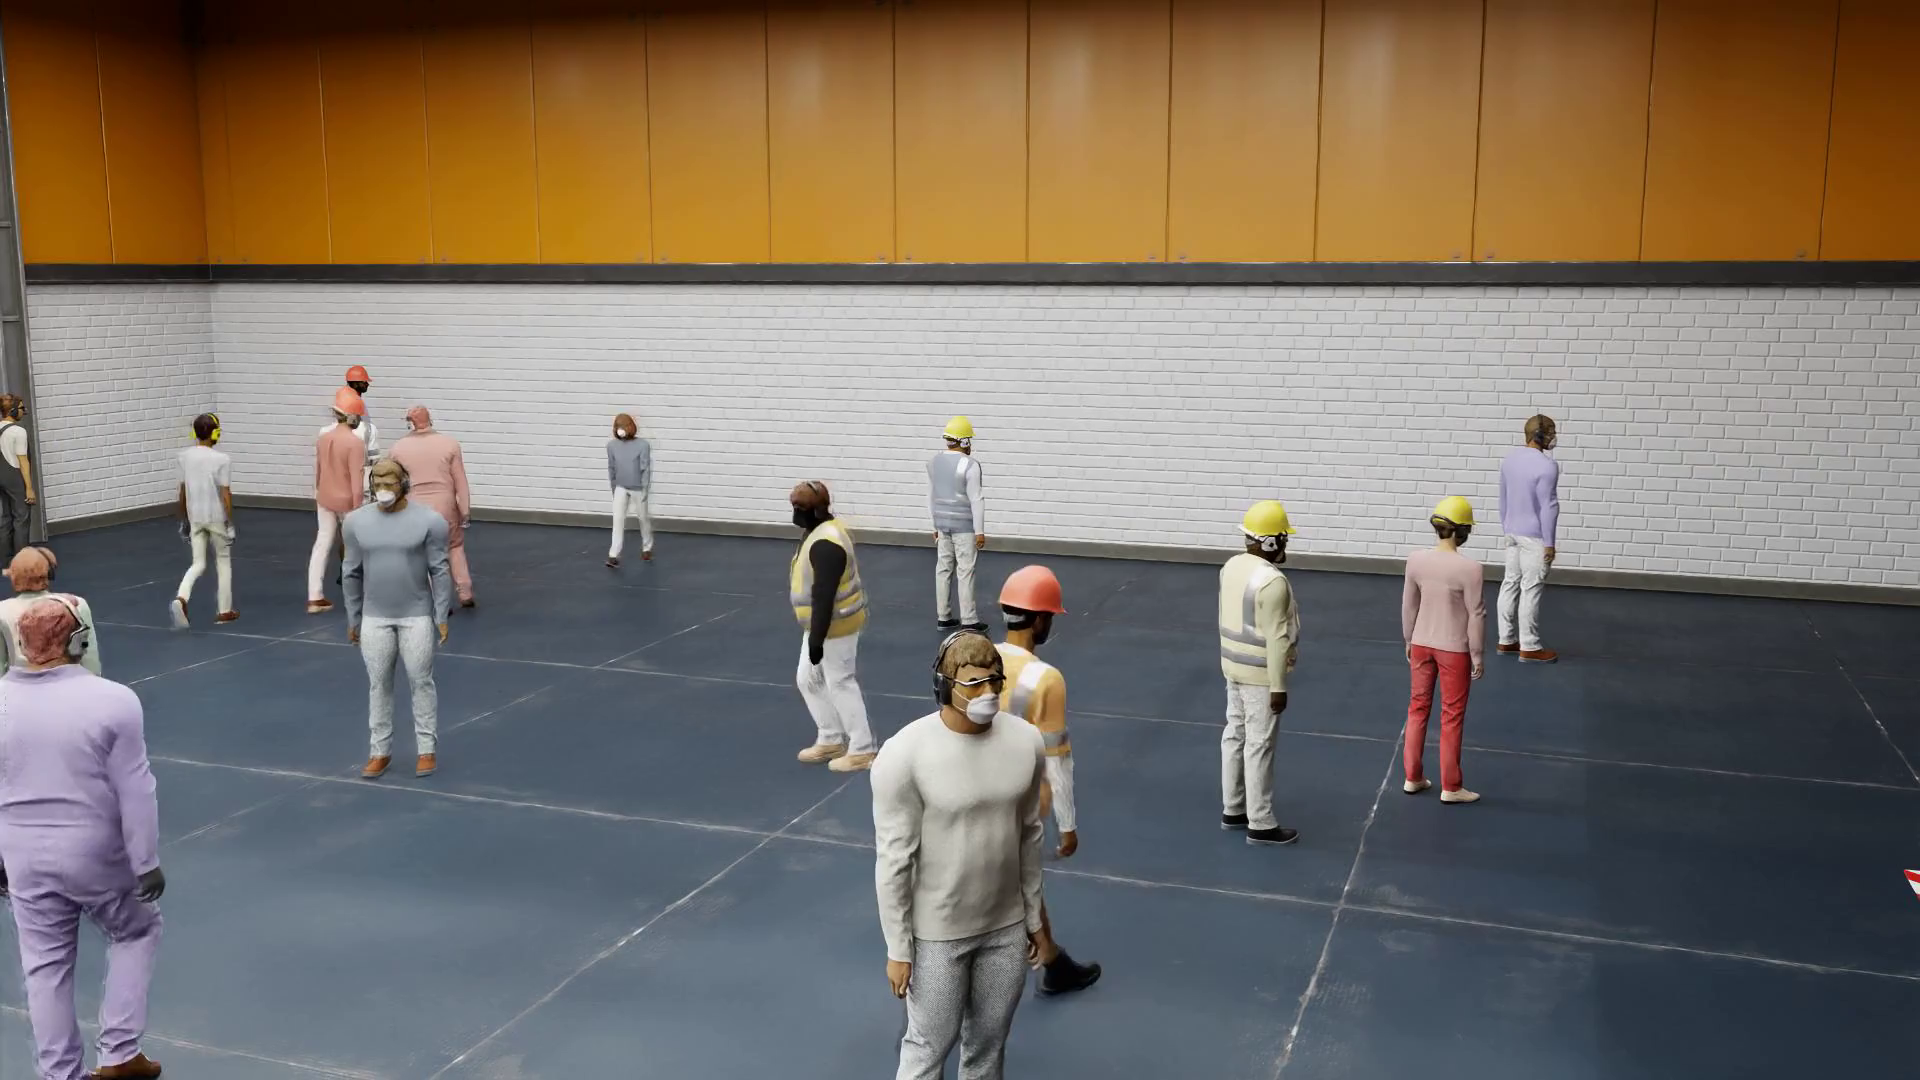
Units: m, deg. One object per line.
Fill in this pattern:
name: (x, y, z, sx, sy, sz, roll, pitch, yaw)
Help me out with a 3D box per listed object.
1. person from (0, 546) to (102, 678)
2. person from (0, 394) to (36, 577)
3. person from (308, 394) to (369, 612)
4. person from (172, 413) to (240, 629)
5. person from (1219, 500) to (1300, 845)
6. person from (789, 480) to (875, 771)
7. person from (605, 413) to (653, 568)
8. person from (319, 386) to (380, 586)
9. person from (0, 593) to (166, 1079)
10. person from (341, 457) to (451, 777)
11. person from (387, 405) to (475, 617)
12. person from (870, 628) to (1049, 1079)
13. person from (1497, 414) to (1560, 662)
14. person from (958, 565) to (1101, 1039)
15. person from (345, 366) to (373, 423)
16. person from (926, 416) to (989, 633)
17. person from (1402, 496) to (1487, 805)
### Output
person: (-4.770, 0.845, 8.645, 0.514, 1.614, 0.655, -1, 9, -8)
person: (-9.385, -0.531, 16.515, 0.501, 1.839, 0.341, 6, 11, 32)
person: (-5.550, -0.347, 15.026, 0.749, 1.924, 1.014, 5, 10, 28)
person: (-6.440, -0.154, 14.137, 0.532, 1.843, 0.772, 1, 9, 3)
person: (1.597, 0.697, 8.885, 0.404, 1.834, 0.591, -3, 10, -18)
person: (-0.768, 0.527, 10.031, 0.570, 1.803, 0.644, -2, 9, -13)
person: (-3.410, -0.518, 17.183, 0.507, 1.582, 0.850, 1, 9, 9)
person: (-5.896, -0.520, 16.115, 0.545, 1.938, 0.357, -5, 10, -27)
person: (-3.200, 1.123, 6.042, 0.671, 1.892, 0.508, 0, 9, -3)
person: (-3.384, 0.464, 10.008, 0.634, 1.937, 0.354, -1, 9, -6)
person: (-4.663, -0.256, 14.688, 0.688, 1.866, 0.672, -2, 9, -11)
person: (0.022, 1.230, 5.255, 0.630, 1.940, 0.373, -6, 11, -35)
person: (4.449, -0.018, 13.007, 0.371, 1.936, 0.629, -3, 10, -16)
person: (0.186, 1.039, 6.656, 1.027, 1.879, 0.554, -7, 11, -36)
person: (-7.057, -1.079, 19.586, 0.358, 1.938, 0.545, -3, 10, -20)
person: (-0.007, -0.125, 13.984, 0.588, 1.835, 0.403, 8, 12, 41)
person: (2.788, 0.624, 9.554, 0.330, 1.765, 0.533, -7, 12, -38)
